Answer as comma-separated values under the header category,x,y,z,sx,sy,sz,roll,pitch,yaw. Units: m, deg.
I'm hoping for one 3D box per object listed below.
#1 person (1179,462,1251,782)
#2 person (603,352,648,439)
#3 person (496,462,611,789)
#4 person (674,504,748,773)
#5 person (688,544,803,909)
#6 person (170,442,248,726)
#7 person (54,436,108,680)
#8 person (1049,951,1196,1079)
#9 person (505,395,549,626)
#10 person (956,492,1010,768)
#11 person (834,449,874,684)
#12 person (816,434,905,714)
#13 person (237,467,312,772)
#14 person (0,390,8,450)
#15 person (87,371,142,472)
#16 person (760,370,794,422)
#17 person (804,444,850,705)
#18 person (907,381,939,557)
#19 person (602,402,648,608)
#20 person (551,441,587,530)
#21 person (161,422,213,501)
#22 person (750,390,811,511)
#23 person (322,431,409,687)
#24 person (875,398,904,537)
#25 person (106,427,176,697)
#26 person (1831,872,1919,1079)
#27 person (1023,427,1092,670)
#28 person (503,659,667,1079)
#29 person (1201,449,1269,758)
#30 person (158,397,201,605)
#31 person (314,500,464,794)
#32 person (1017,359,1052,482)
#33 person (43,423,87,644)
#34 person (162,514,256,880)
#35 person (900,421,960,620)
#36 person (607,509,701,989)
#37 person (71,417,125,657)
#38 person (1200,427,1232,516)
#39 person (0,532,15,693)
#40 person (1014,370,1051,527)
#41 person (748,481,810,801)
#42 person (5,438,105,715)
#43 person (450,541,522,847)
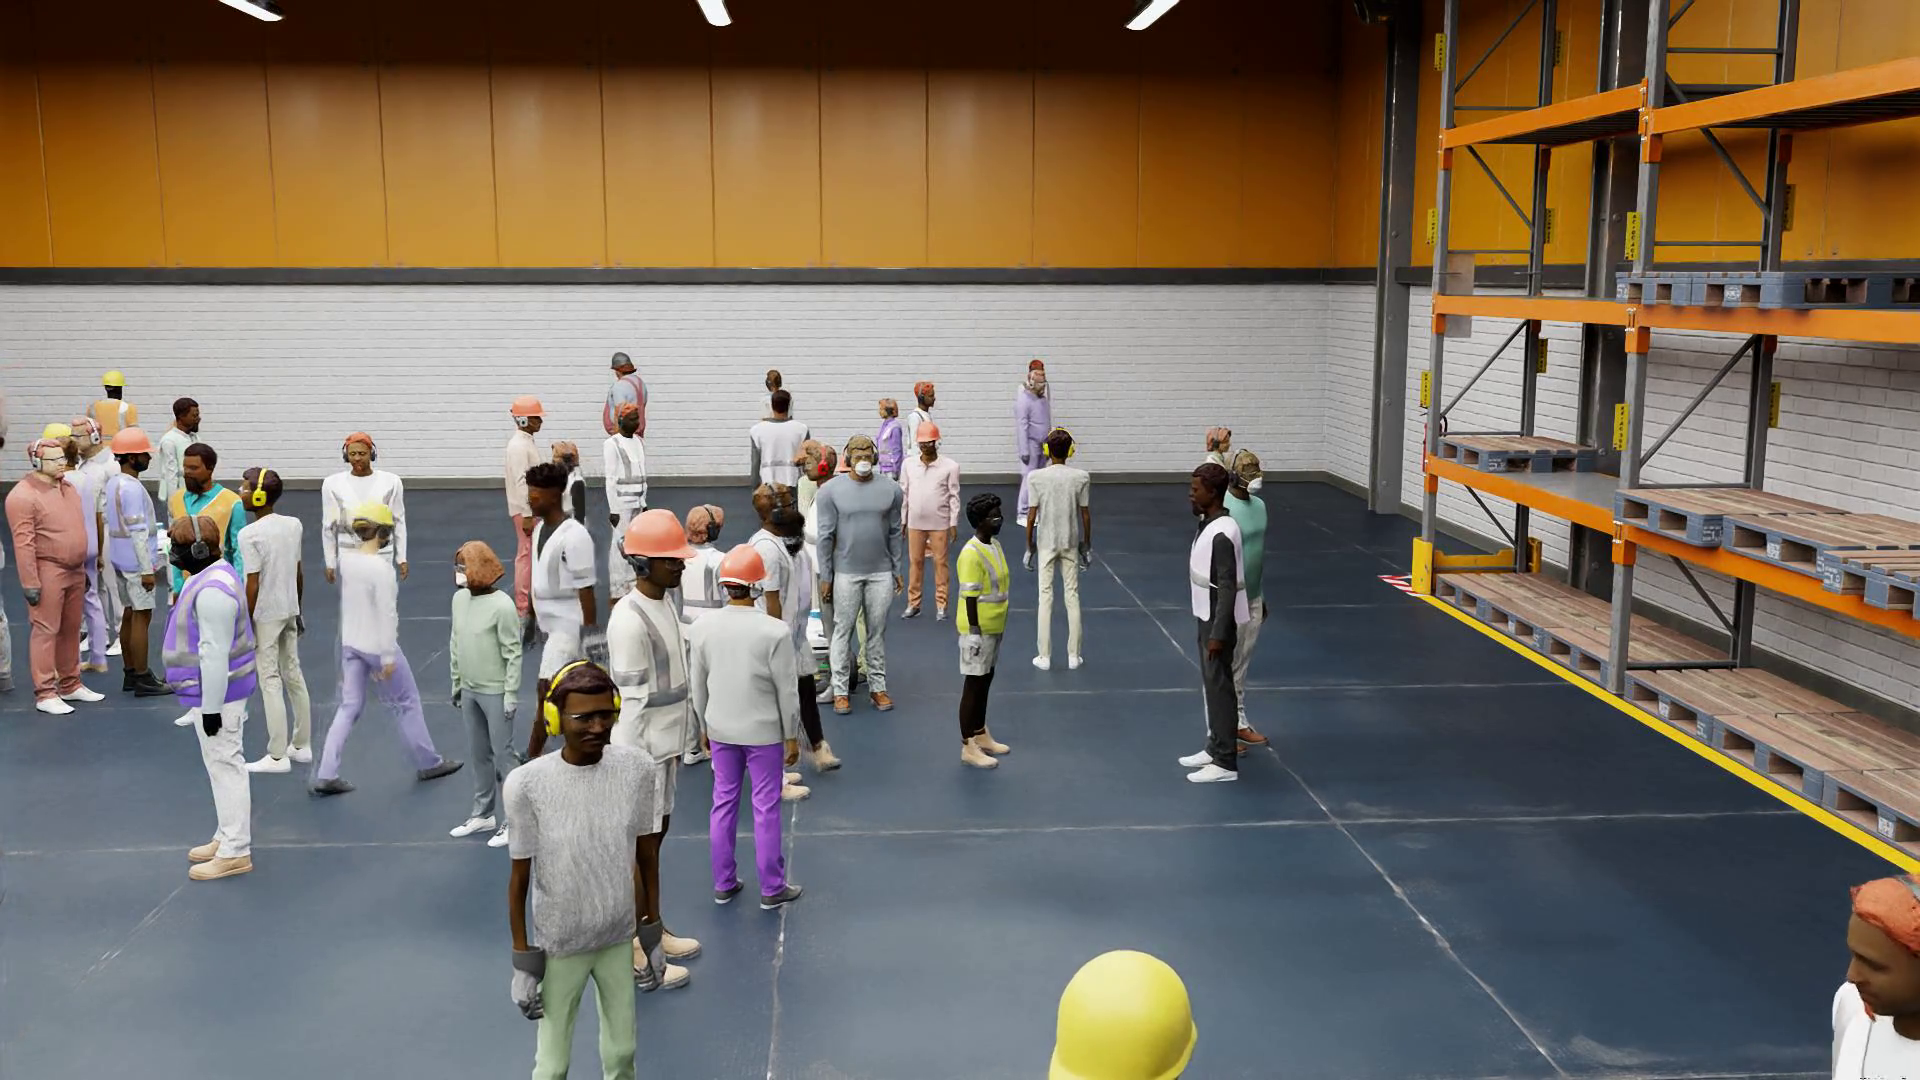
category,x,y,z,sx,sy,sz,roll,pitch,yaw
person,1.538,0.490,9.964,0.386,1.918,0.590,0,9,2
person,-4.417,-1.459,21.819,0.536,2.000,0.675,3,9,18
person,-2.465,0.504,9.843,0.951,1.918,0.614,-6,11,-32
person,-1.541,0.599,10.151,0.512,1.641,0.307,7,11,38
person,-1.012,0.889,7.962,0.560,1.756,0.318,3,10,20
person,-5.020,0.301,11.145,0.587,1.922,0.392,3,10,18
person,-6.649,0.134,12.479,0.357,1.835,0.518,3,10,19
person,0.278,1.617,2.894,0.585,1.917,0.381,3,9,16
person,-3.730,-0.257,14.413,0.385,1.993,0.624,-2,9,-11
person,0.148,0.547,10.302,0.316,1.696,0.541,3,9,17
person,-0.768,0.192,12.347,0.338,1.749,0.573,-1,9,-4
person,-0.681,0.232,11.521,0.637,1.938,0.357,-3,10,-21
person,-4.204,0.484,10.145,0.329,1.876,0.507,3,9,17
person,-12.540,-1.320,21.277,0.631,1.930,1.018,-5,10,-27
person,-9.714,-0.983,19.184,0.594,1.926,0.367,0,9,1
person,-2.307,-1.216,20.905,0.508,1.844,0.332,-9,13,-44
person,-0.918,0.238,11.769,0.396,1.847,0.565,-1,9,-9
person,-0.391,-0.769,17.981,0.347,1.882,0.584,2,9,11
person,-3.020,-0.314,15.122,0.338,1.882,0.583,3,10,19
person,-3.315,-0.025,14.083,0.307,1.637,0.514,-7,12,-38
person,-7.893,-0.479,17.047,0.503,1.604,0.769,-3,9,-16
person,-1.736,-0.508,16.288,0.596,1.910,0.460,0,9,-3
person,-4.378,0.142,12.259,0.587,1.882,0.341,-3,10,-20
person,-0.794,-0.797,18.921,0.310,1.638,0.523,-3,10,-21
person,-5.919,0.158,11.986,0.359,1.939,0.542,-8,12,-40
person,1.894,1.568,3.354,0.404,1.876,0.625,-1,9,-4
person,0.747,0.066,12.777,0.537,1.869,0.314,-1,9,-4
person,-1.169,1.276,5.229,0.502,1.861,0.334,-6,11,-33
person,1.760,0.387,10.547,0.372,1.940,0.630,7,11,36
person,-7.159,-0.360,15.346,0.391,1.910,0.597,0,9,0
person,-3.448,0.621,9.787,0.521,1.718,0.871,7,11,36
person,1.032,-1.540,22.851,0.583,1.879,0.365,-8,12,-40
person,-7.310,-0.050,13.671,0.404,1.824,0.595,-9,13,-44
person,-3.792,0.779,8.426,0.430,1.836,0.626,-4,10,-25
person,-0.280,-0.168,14.605,0.563,1.753,0.327,2,9,15
person,-1.294,0.877,7.141,0.394,2.041,0.612,0,9,2
person,-6.875,-0.024,13.234,0.651,1.906,0.402,4,10,23
person,2.345,-0.220,15.296,0.310,1.638,0.523,3,9,16
person,-7.027,0.186,11.814,0.415,1.940,0.606,-1,9,-3
person,0.904,-1.105,20.064,0.395,1.896,0.645,5,10,29
person,-1.067,0.580,9.622,0.336,1.846,0.513,-2,9,-13
person,-6.273,0.241,11.563,0.409,1.907,0.651,1,9,5
person,-2.527,0.810,8.844,0.507,1.631,0.265,7,11,36
